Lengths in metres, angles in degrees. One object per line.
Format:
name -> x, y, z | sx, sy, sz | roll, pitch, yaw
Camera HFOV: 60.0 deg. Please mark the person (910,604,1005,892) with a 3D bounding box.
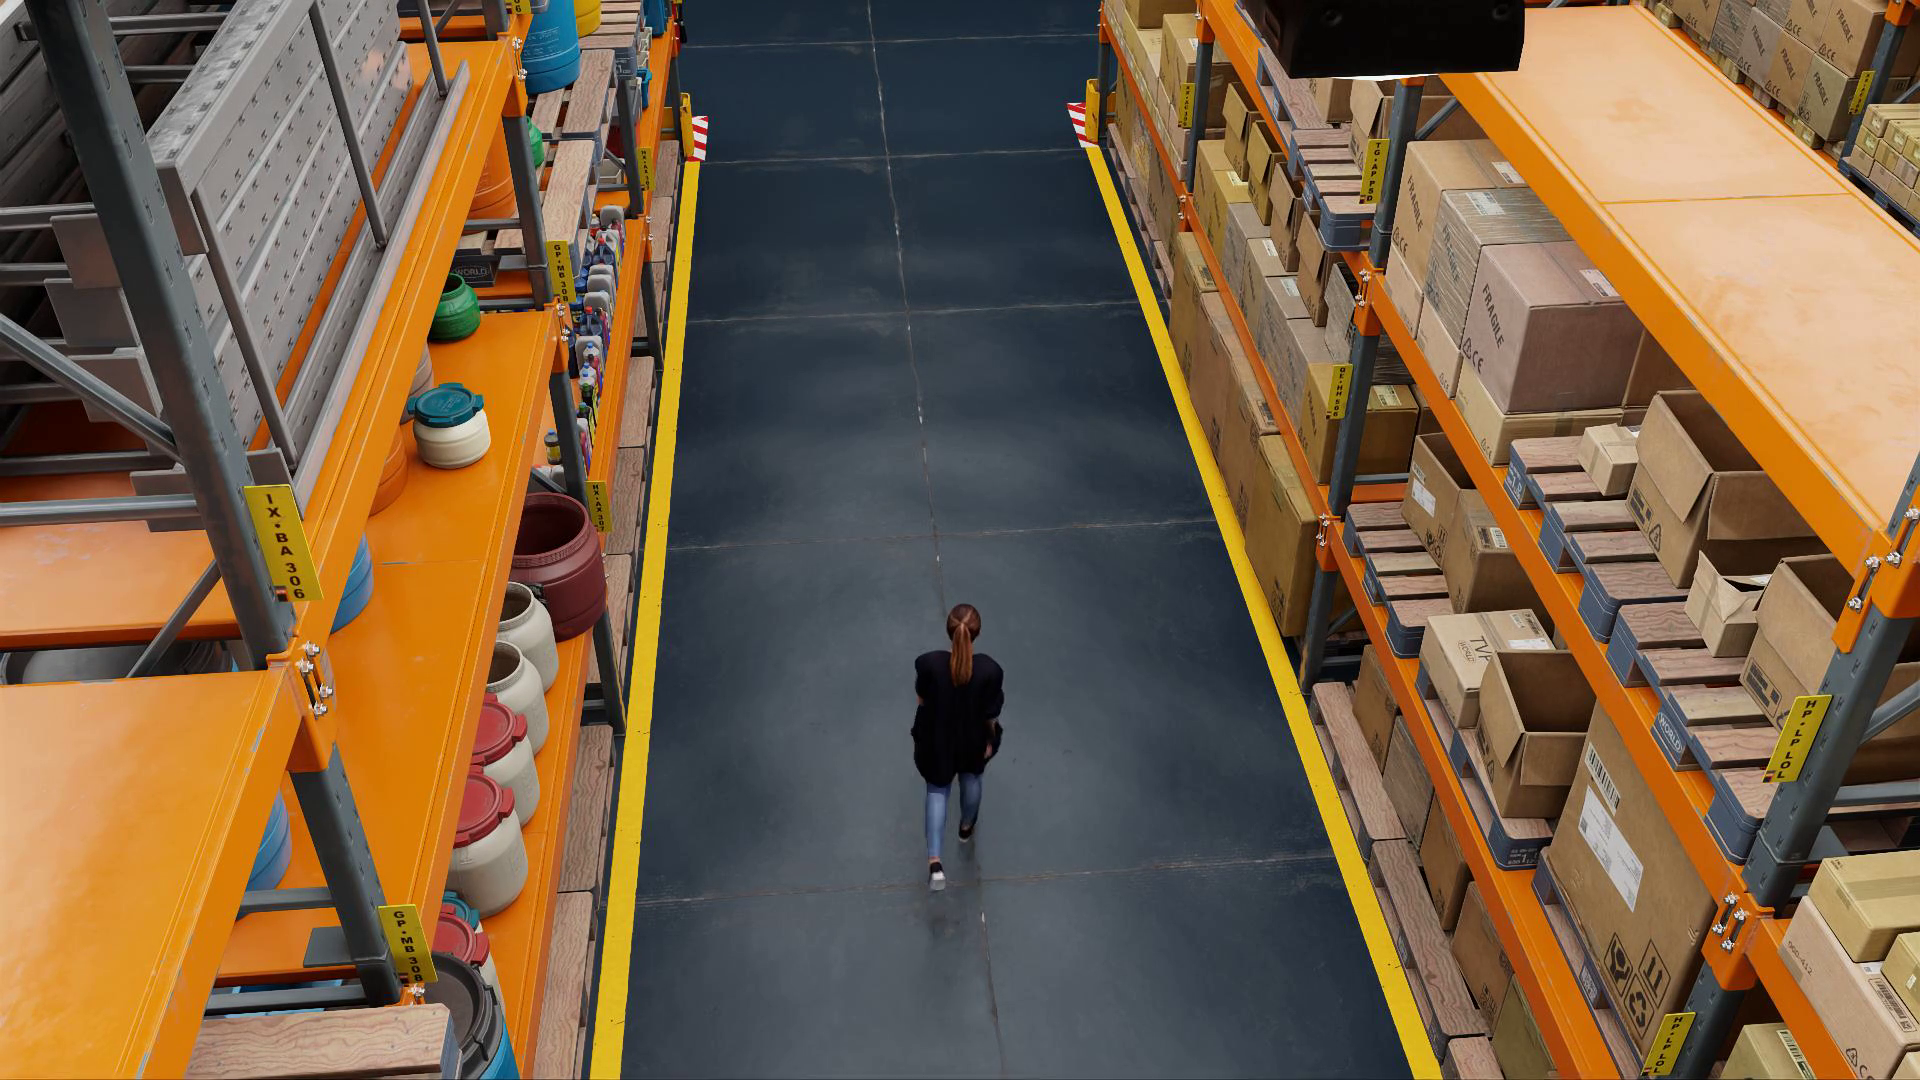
person -> -0.029, 1.046, 8.261 | 0.765, 1.669, 1.048 | 5, 37, 6
